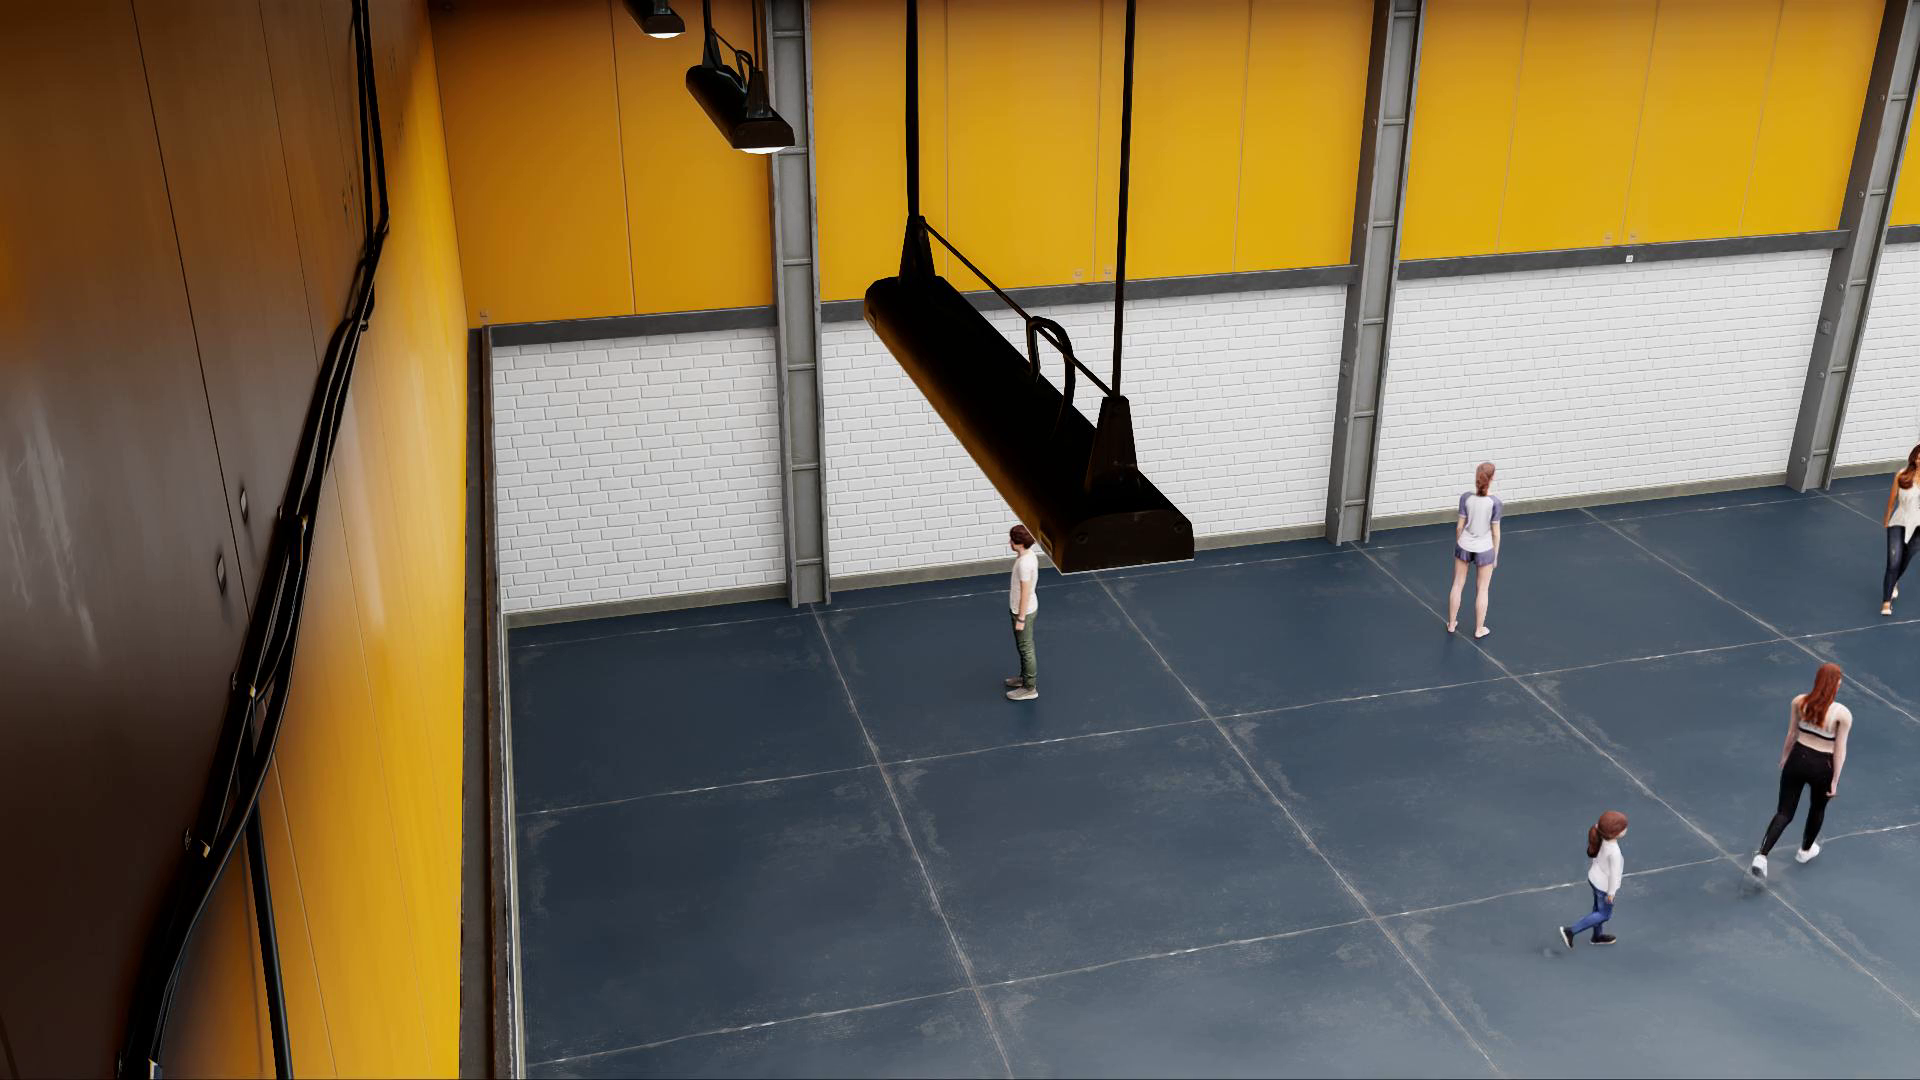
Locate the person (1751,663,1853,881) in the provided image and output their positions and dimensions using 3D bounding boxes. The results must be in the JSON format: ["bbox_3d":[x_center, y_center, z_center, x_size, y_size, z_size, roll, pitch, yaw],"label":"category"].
[{"bbox_3d":[6.156,1.734,12.178,1.225,1.711,0.936,-18,30,-36],"label":"person"}]

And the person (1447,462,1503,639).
[{"bbox_3d":[4.921,0.085,15.882,0.679,1.766,0.738,13,27,27],"label":"person"}]

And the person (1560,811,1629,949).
[{"bbox_3d":[4.407,2.359,11.512,0.712,1.101,0.511,-2,24,-4],"label":"person"}]

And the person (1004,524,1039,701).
[{"bbox_3d":[0.565,0.627,14.783,0.624,1.654,0.644,1,24,2],"label":"person"}]

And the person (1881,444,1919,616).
[{"bbox_3d":[9.384,-0.139,16.443,1.148,1.728,1.107,10,25,21],"label":"person"}]
